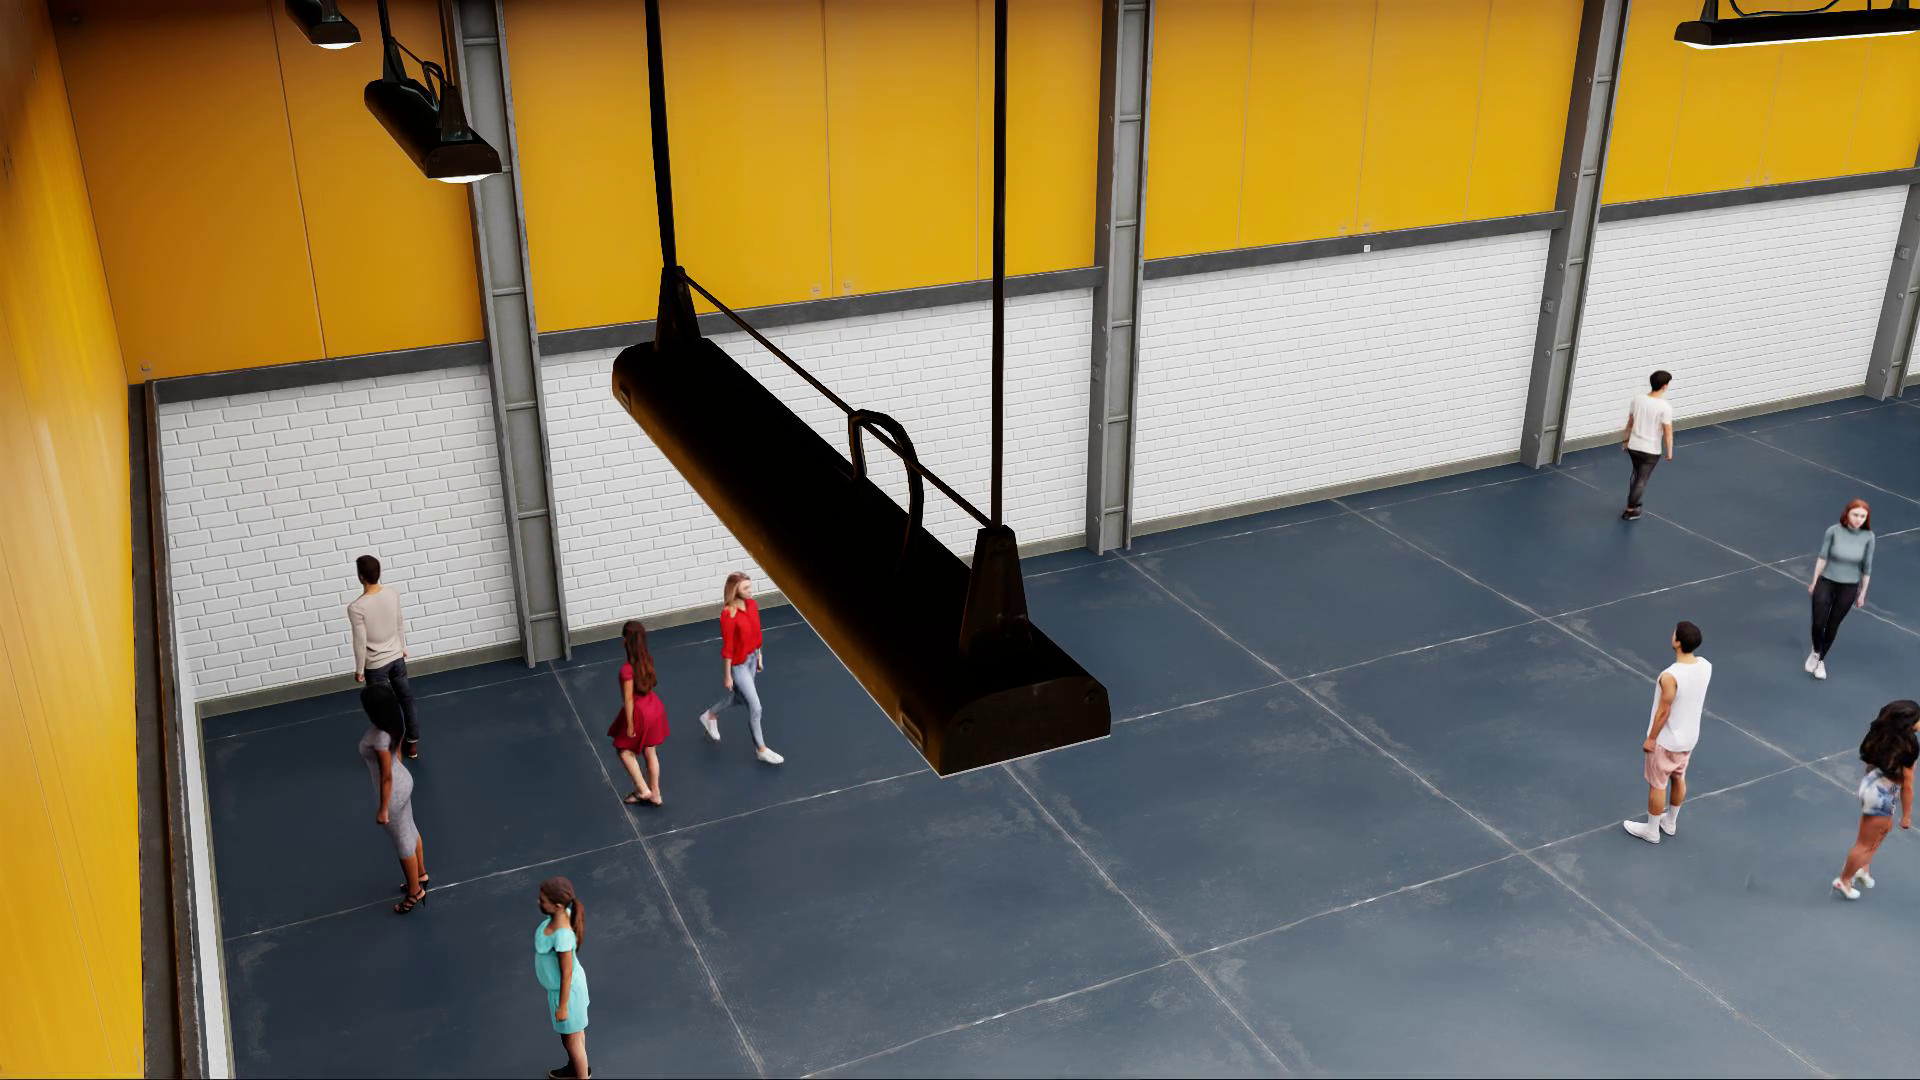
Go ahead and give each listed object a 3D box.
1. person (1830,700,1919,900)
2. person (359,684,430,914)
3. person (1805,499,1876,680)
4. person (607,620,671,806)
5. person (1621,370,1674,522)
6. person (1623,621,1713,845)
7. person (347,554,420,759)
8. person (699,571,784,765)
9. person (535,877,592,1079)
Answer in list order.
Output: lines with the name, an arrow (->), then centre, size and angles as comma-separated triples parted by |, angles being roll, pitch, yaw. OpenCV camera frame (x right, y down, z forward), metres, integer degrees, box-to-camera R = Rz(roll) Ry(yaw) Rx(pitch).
person -> 6.412, 1.851, 11.746 | 0.743, 1.613, 0.699 | 0, 24, -1
person -> -3.955, 1.795, 11.665 | 0.636, 1.780, 0.653 | -1, 24, -3
person -> 7.839, 0.415, 14.884 | 0.722, 1.731, 0.777 | 10, 25, 21
person -> -2.415, 1.375, 12.932 | 0.779, 1.536, 0.719 | 9, 25, 20
person -> 7.444, -1.023, 18.197 | 0.751, 1.711, 0.721 | -15, 28, -31
person -> 5.347, 1.446, 12.453 | 0.510, 1.788, 0.694 | -12, 26, -25
person -> -4.656, 0.975, 13.432 | 0.802, 1.867, 0.698 | 14, 27, 29
person -> -1.838, 1.020, 13.565 | 1.081, 1.679, 1.083 | 11, 26, 24
person -> -2.359, 2.670, 9.941 | 0.596, 1.558, 0.586 | -6, 24, -13
